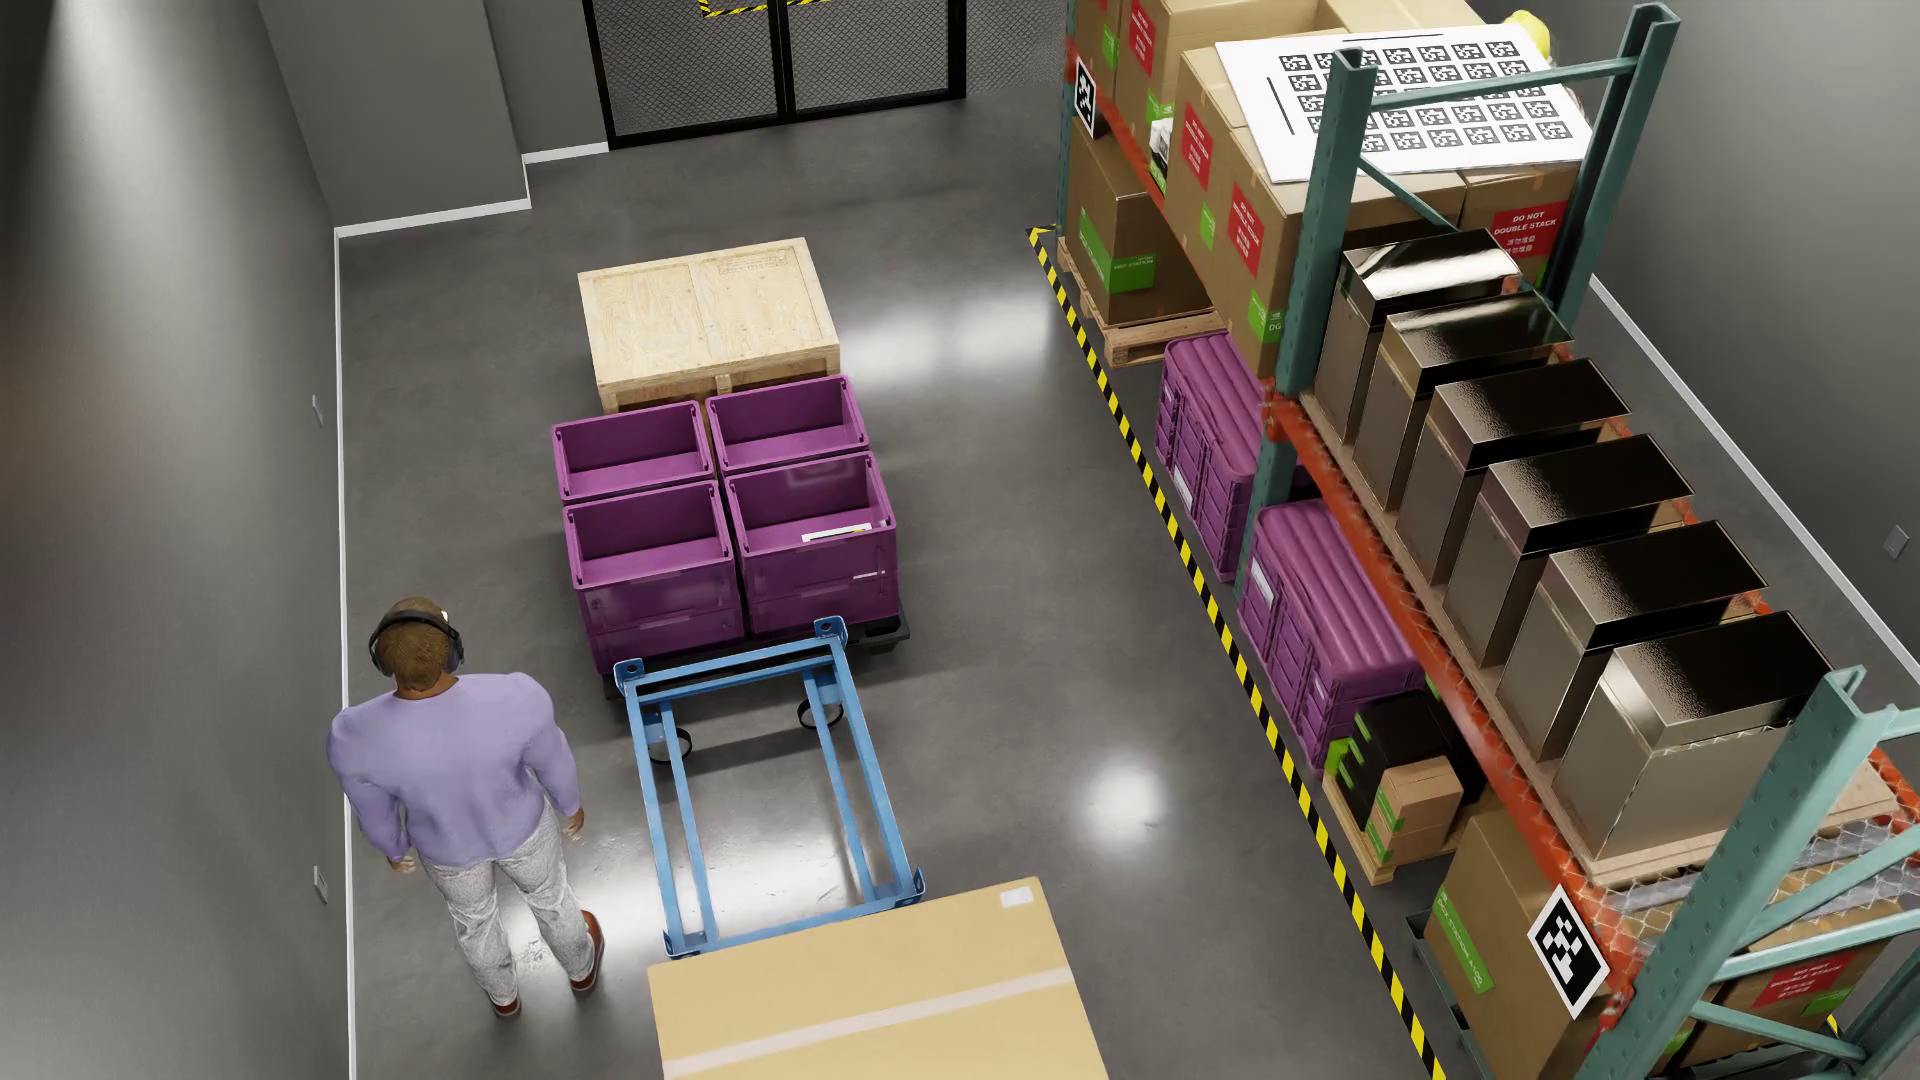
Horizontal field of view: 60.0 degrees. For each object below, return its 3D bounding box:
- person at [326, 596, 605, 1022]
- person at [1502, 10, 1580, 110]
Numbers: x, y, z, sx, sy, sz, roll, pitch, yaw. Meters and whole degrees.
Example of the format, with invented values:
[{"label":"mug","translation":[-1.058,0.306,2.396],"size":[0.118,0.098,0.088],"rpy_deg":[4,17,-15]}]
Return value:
[{"label":"person","translation":[-1.465,0.866,5.091],"size":[0.636,1.938,0.354],"rpy_deg":[-13,49,-12]},{"label":"person","translation":[2.342,-1.412,7.281],"size":[0.604,1.805,0.843],"rpy_deg":[-15,49,-13]}]
